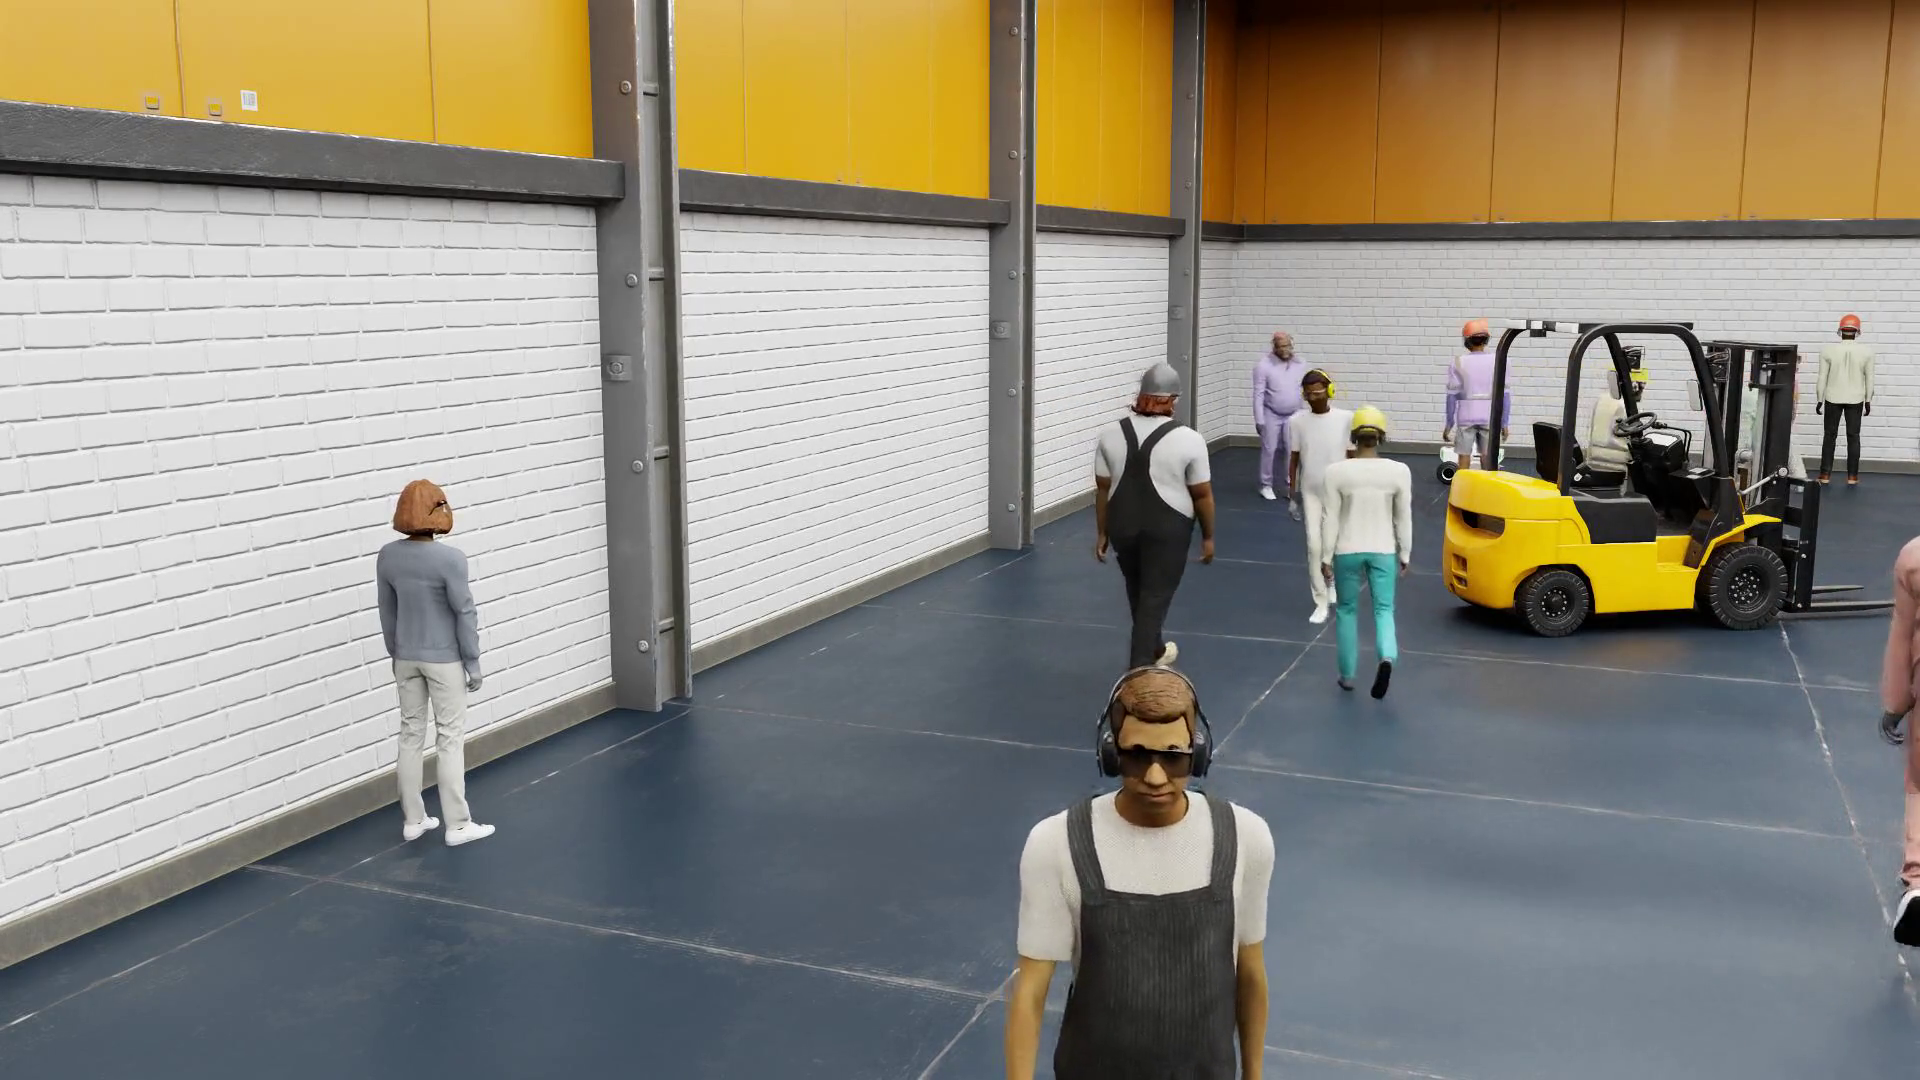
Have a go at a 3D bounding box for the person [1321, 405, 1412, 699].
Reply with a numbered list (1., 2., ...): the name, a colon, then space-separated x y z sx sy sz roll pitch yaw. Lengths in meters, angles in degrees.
1. person: 2.403 0.085 9.821 0.533 1.747 0.699 1 9 6

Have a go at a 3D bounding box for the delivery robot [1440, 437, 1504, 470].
1. delivery robot: 6.023 -0.974 19.554 0.707 0.478 0.477 4 10 22

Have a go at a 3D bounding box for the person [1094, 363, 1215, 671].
1. person: 1.200 -0.094 10.014 0.700 2.000 1.027 6 11 33

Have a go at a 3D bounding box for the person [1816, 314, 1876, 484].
1. person: 10.425 -1.655 19.611 0.612 1.995 0.377 4 10 22

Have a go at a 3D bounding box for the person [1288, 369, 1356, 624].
1. person: 2.658 -0.330 12.107 0.548 1.826 0.623 4 10 22

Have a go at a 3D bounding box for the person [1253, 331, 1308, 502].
1. person: 3.477 -1.327 18.035 0.666 1.863 0.836 -2 10 -10

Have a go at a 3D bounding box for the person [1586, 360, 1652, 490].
1. person: 5.500 -0.574 13.644 0.752 1.801 0.609 -1 9 -9

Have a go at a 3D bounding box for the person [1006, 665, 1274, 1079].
1. person: 0.359 1.138 3.283 0.539 1.792 0.964 0 9 1

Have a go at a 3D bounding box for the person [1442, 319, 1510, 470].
1. person: 5.220 -1.201 16.817 0.650 2.022 0.492 1 9 6

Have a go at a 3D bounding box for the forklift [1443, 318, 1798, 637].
1. forklift: 4.706 -0.497 11.990 2.313 2.155 1.214 -2 10 -10

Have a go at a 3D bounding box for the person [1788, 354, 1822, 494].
1. person: 9.270 -1.315 18.771 0.535 1.588 0.875 -7 12 -36

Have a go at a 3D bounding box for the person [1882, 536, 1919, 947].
1. person: 3.718 0.633 6.069 0.653 1.884 0.531 8 12 39

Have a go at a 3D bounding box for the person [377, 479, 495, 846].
1. person: -2.340 0.542 7.382 0.500 1.636 0.284 4 10 22

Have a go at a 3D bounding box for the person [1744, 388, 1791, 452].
1. person: 8.254 -1.046 17.047 0.522 1.618 0.417 -2 10 -10
